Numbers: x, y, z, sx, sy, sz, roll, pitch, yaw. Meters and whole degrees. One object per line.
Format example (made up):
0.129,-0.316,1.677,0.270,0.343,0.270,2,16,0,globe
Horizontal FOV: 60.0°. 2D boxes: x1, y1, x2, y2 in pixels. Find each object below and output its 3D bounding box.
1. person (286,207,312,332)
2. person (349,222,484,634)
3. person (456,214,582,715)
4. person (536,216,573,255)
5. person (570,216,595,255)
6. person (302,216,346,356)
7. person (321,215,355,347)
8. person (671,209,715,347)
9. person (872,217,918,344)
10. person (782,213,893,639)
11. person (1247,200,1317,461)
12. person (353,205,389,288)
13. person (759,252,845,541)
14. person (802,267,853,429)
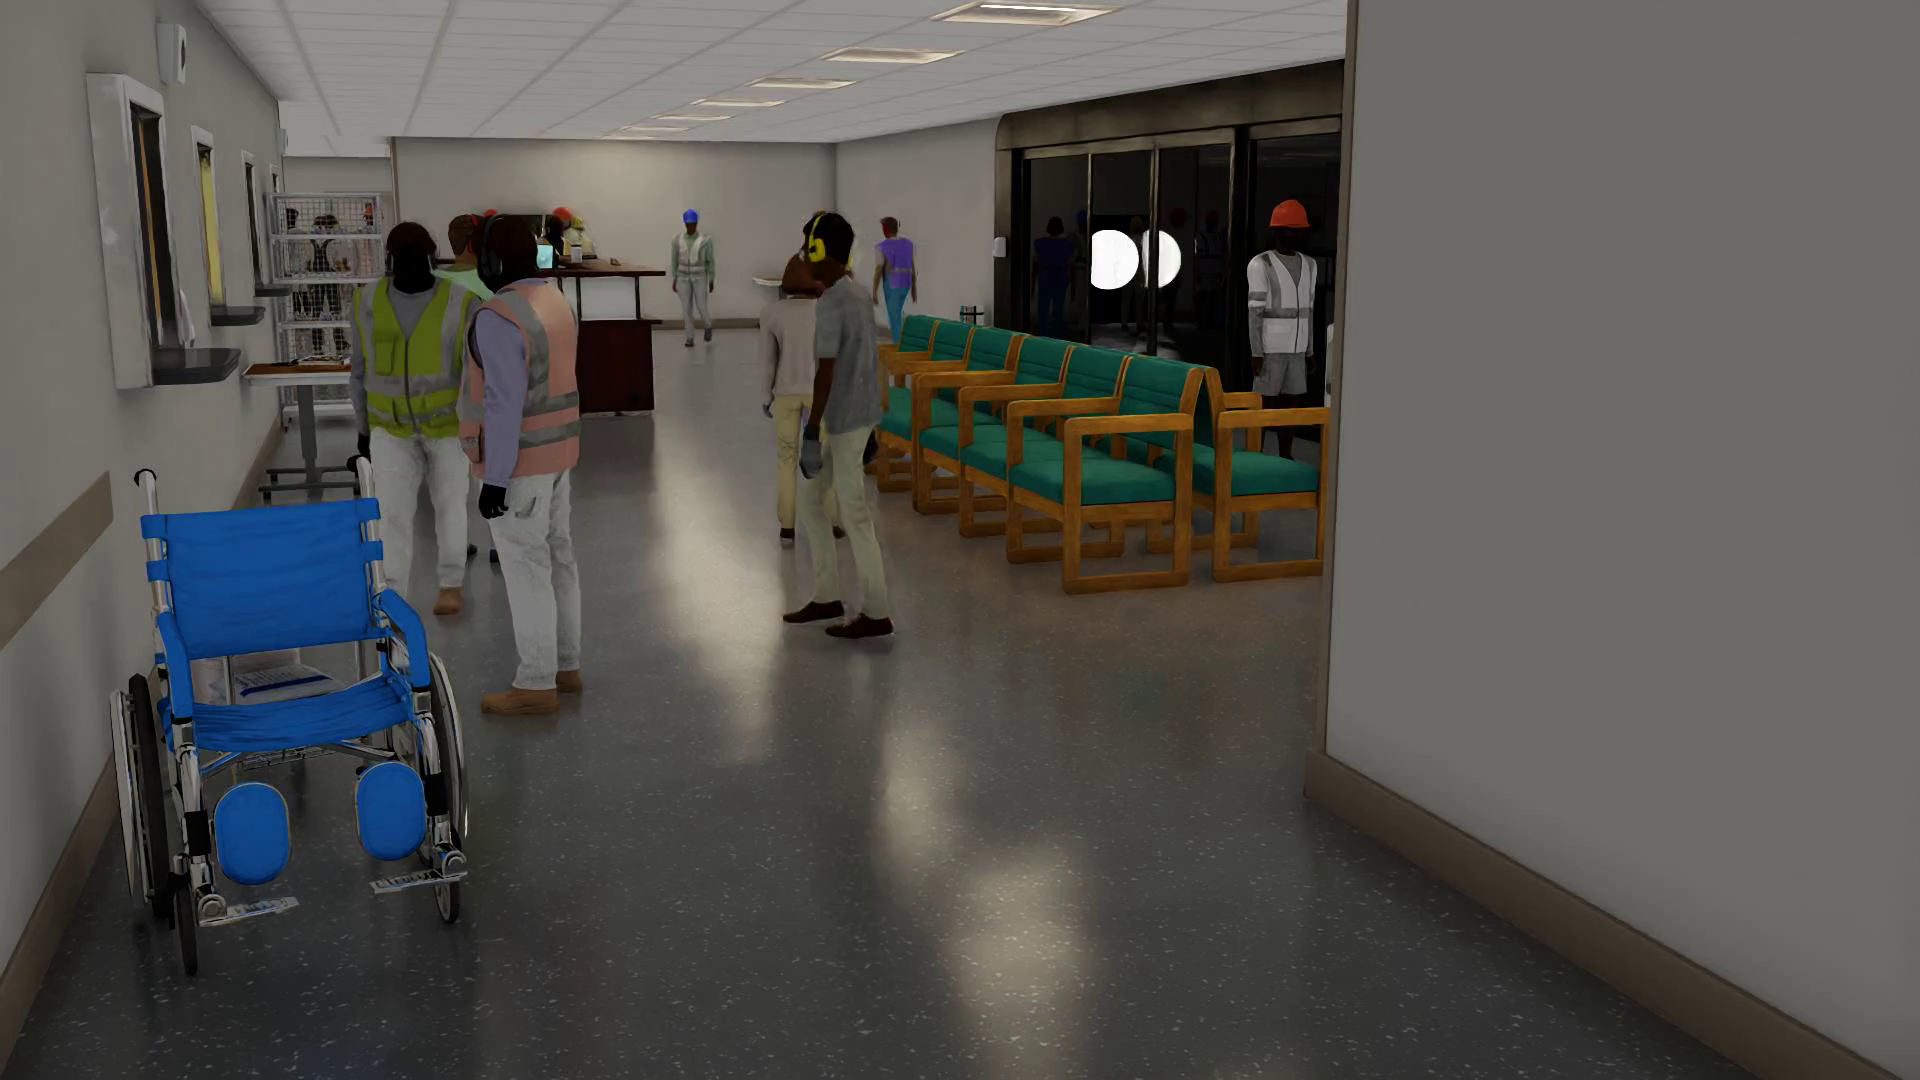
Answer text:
-10.534,-4.270,26.342,0.368,1.967,0.603,3,11,15,person
-2.395,-0.490,7.375,0.661,1.794,0.935,-1,11,-6,person
-1.631,-0.274,6.168,0.429,1.840,0.630,2,11,8,person
-5.003,-3.082,20.603,0.429,1.836,0.628,10,15,41,person
-5.486,-3.722,23.873,0.403,1.835,0.588,5,12,26,person
-8.374,-3.346,21.948,0.503,1.837,0.342,-2,11,-8,person
-8.721,-3.589,23.150,0.536,1.852,0.545,2,11,8,person
-3.771,-3.699,23.515,0.619,1.934,0.536,1,11,7,person
-0.852,-3.135,20.896,0.583,1.815,0.592,-10,15,-41,person
-0.590,-0.469,7.165,0.674,1.835,0.553,2,11,9,person
2.179,-1.299,11.176,0.545,1.938,0.357,-6,13,-29,person
-8.153,-3.667,23.221,0.608,1.987,0.402,2,11,8,person
-0.875,-0.799,9.391,0.507,1.632,0.264,1,11,6,person
-1.054,-1.604,13.186,0.532,1.768,0.311,-8,13,-35,person
